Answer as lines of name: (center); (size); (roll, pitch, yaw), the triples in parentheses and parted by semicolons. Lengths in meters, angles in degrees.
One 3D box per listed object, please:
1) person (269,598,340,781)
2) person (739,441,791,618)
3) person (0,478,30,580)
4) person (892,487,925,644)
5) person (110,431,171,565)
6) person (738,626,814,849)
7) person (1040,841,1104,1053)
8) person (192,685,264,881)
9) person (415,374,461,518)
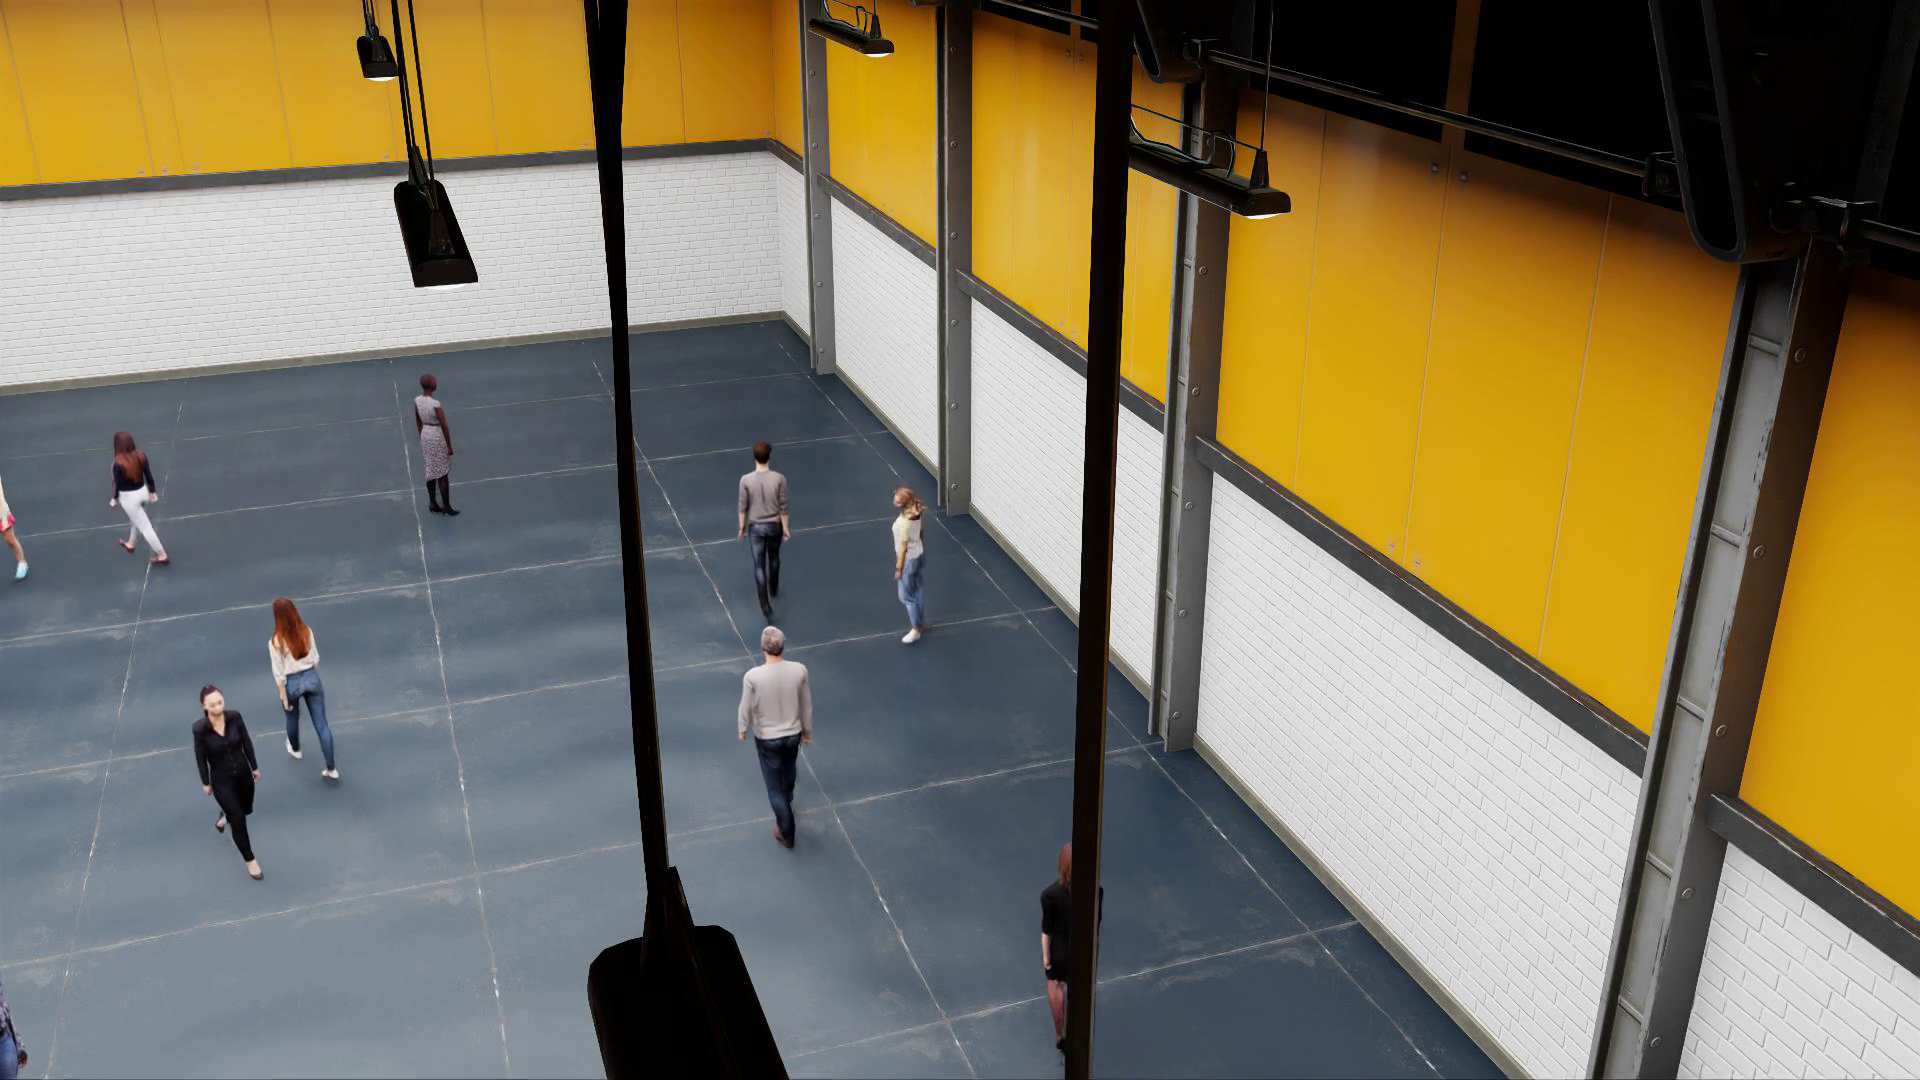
person: (-5.759, 1.336, 14.668); (0.817, 1.688, 1.183); (-18, 29, -35)
person: (-2.074, -0.086, 17.685); (0.858, 1.877, 1.271); (-3, 24, -8)
person: (-10.586, -0.263, 18.285); (0.813, 1.721, 1.247); (-2, 24, -4)
person: (-0.478, 0.198, 17.248); (0.848, 1.707, 0.742); (14, 27, 29)
person: (-9.317, -0.430, 18.873); (1.091, 1.556, 1.068); (9, 25, 20)
person: (-1.470, 1.662, 13.687); (0.810, 1.877, 1.082); (-12, 26, -25)
person: (0.771, 2.833, 11.234); (0.651, 1.695, 0.663); (-3, 24, -7)
person: (-5.876, 1.909, 13.352); (1.088, 1.692, 0.874); (21, 31, 40)
person: (-6.392, -1.149, 20.229); (0.688, 1.788, 0.765); (13, 27, 27)
